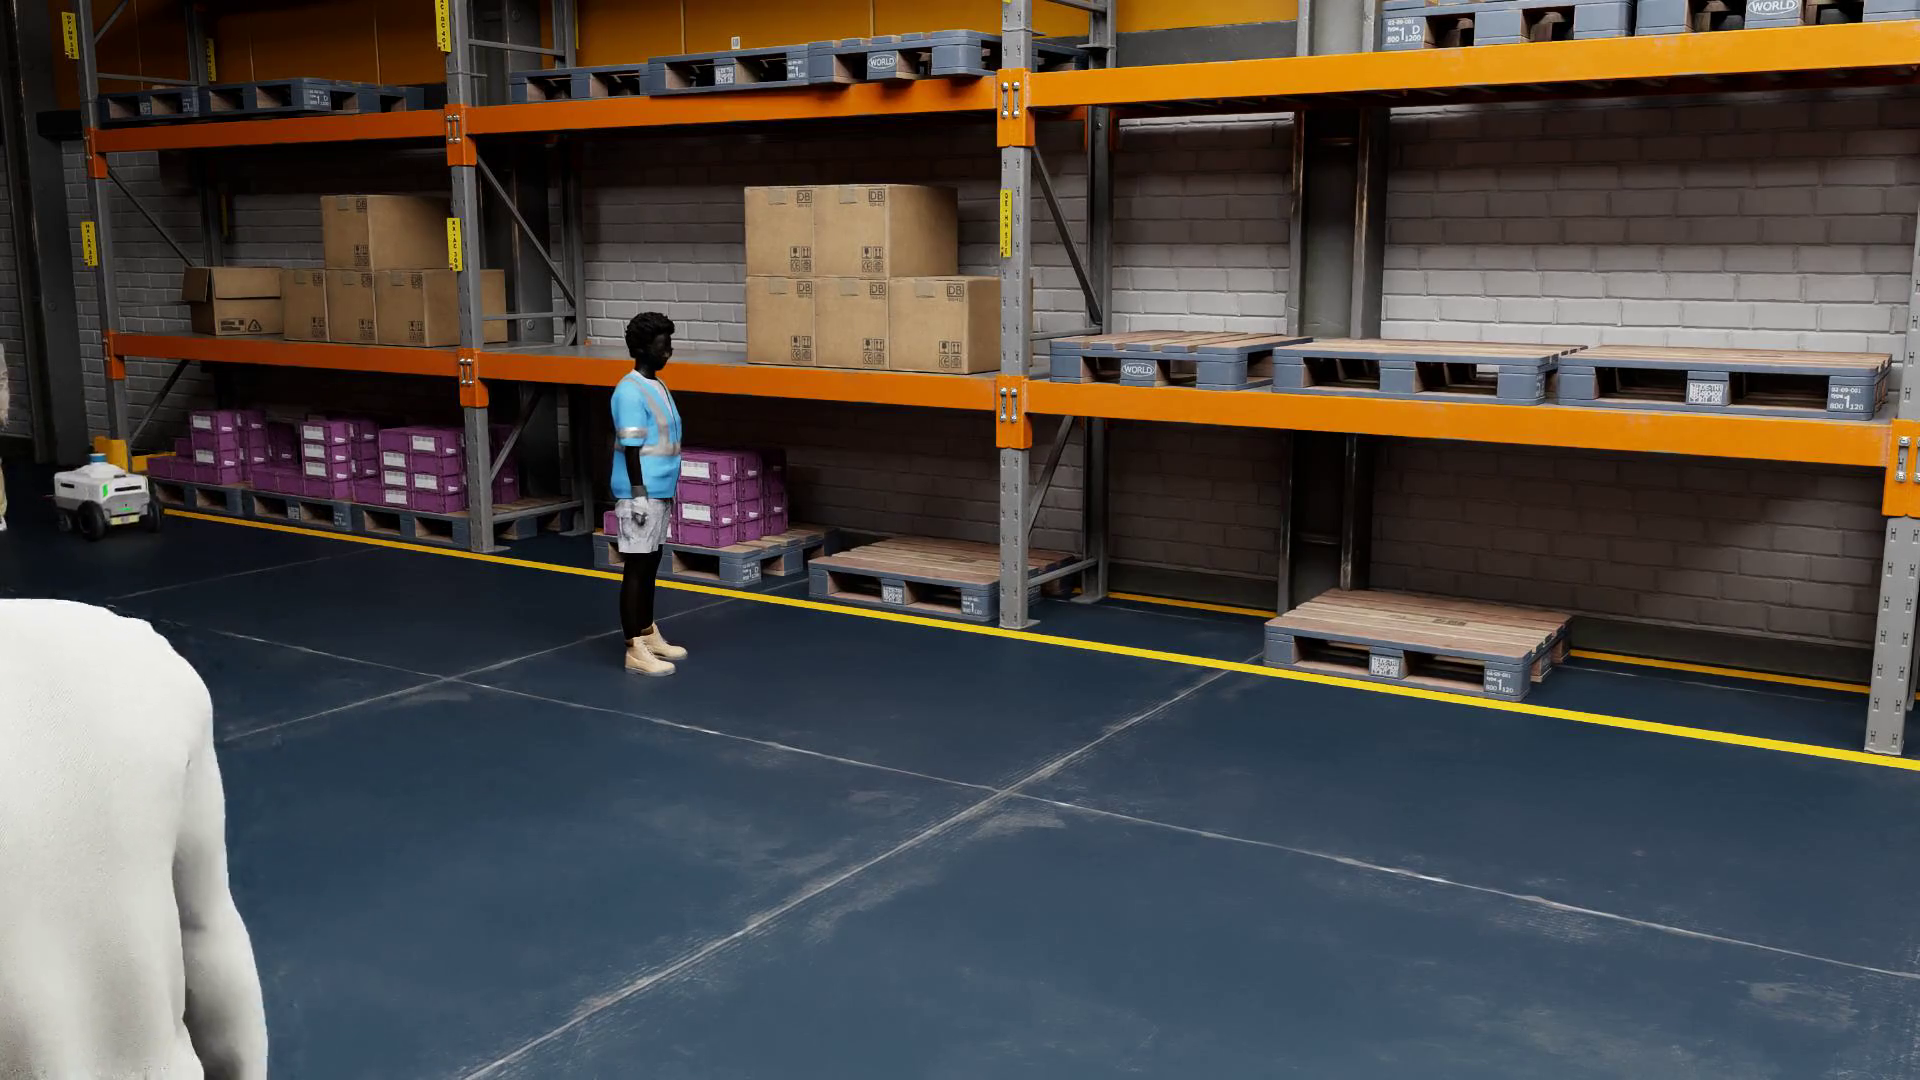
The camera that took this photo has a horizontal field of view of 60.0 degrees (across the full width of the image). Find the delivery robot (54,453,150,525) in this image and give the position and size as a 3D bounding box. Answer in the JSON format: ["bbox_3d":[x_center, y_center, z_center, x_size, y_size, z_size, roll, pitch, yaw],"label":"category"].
[{"bbox_3d":[-5.912,-0.354,11.448,0.707,0.478,0.477,7,12,35],"label":"delivery robot"}]

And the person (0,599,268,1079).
[{"bbox_3d":[-1.015,0.769,1.755,0.447,1.908,0.669,3,11,18],"label":"person"}]

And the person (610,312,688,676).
[{"bbox_3d":[-1.464,-0.221,7.818,0.321,1.693,0.530,1,10,4],"label":"person"}]

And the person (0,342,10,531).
[{"bbox_3d":[-6.853,-0.860,11.523,0.501,1.633,0.282,-3,11,-17],"label":"person"}]
